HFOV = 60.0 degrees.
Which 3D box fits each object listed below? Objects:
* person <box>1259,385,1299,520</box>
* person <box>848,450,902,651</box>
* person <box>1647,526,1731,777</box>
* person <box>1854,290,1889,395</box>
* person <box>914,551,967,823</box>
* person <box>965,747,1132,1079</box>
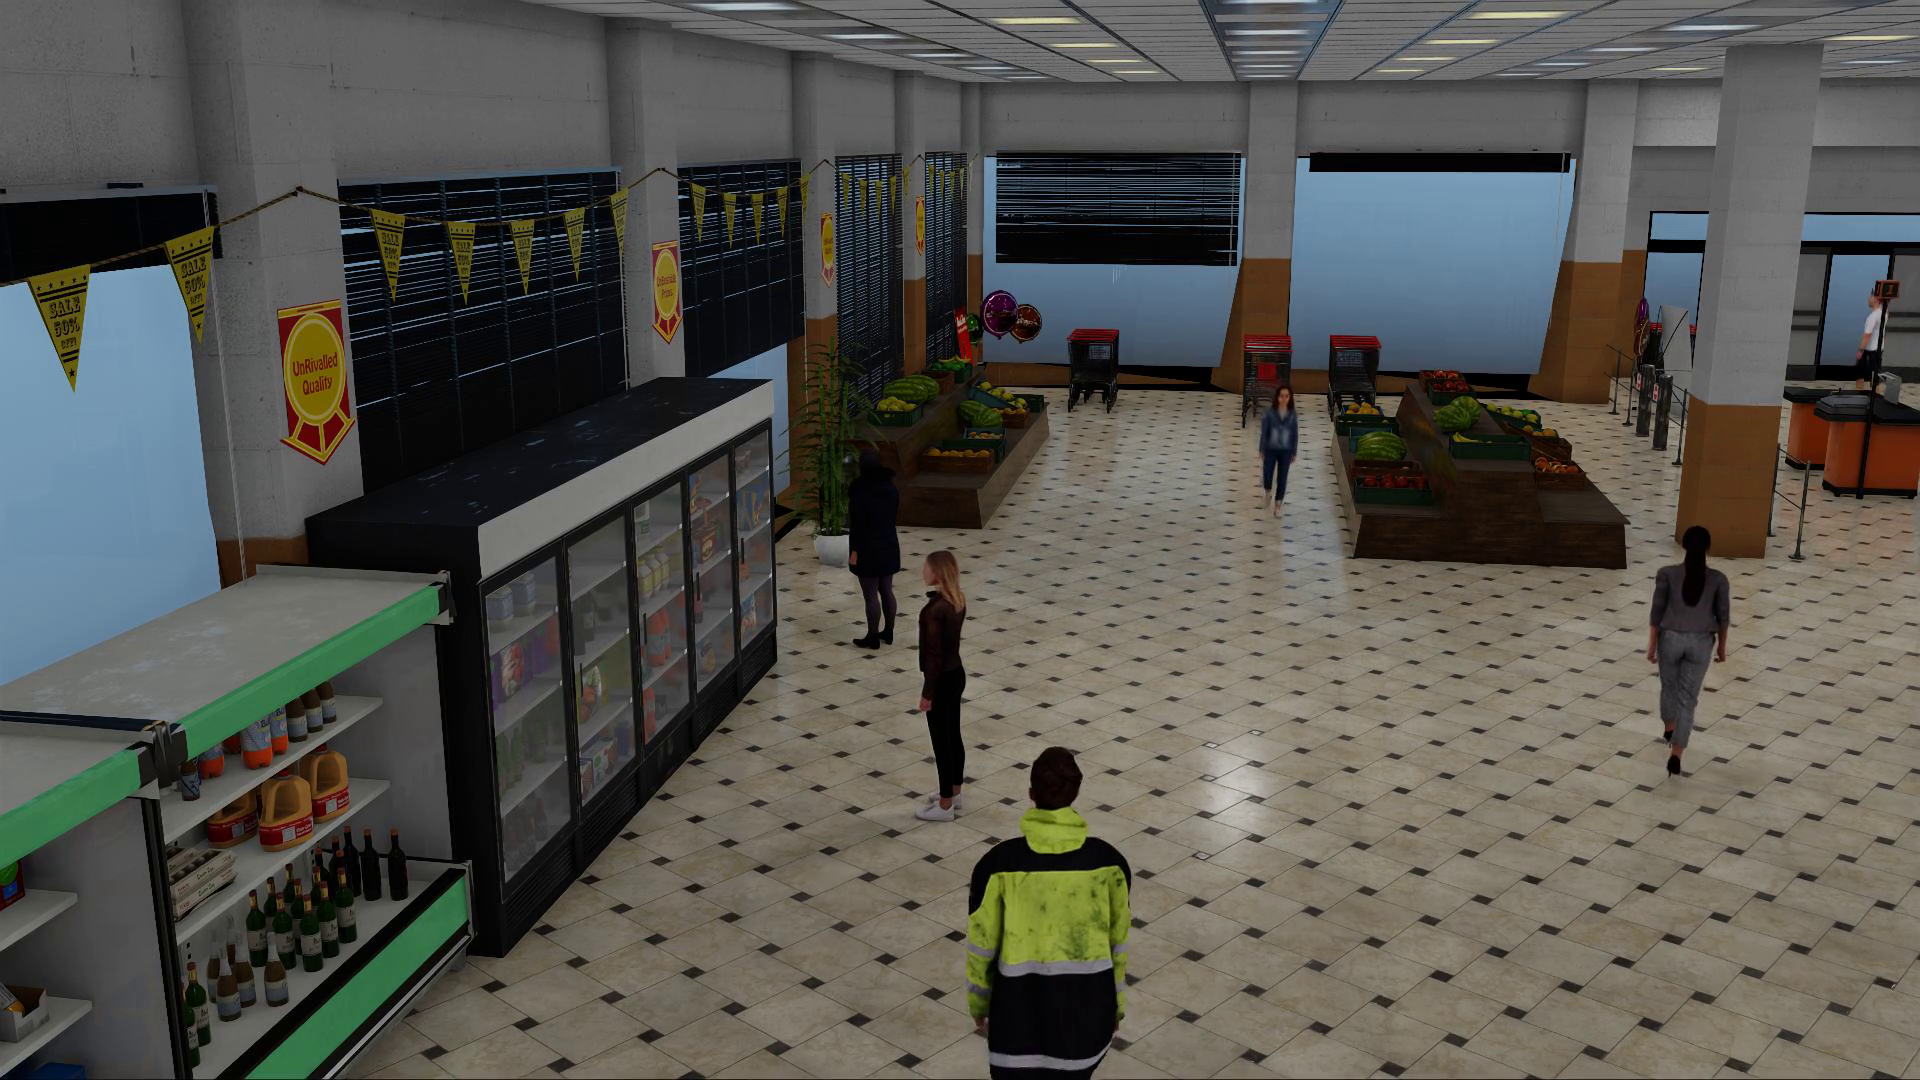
[{"bbox_3d":[3.536,-0.996,18.542,0.629,1.467,0.781,1,14,2],"label":"person"},{"bbox_3d":[-0.698,0.070,13.715,0.847,1.672,0.755,12,18,40],"label":"person"},{"bbox_3d":[4.759,0.770,10.931,0.843,1.623,1.183,7,15,25],"label":"person"},{"bbox_3d":[14.273,-2.949,25.823,1.001,1.832,0.957,12,18,42],"label":"person"},{"bbox_3d":[-0.096,0.889,10.268,0.698,1.705,0.497,5,14,19],"label":"person"},{"bbox_3d":[0.335,1.763,6.141,1.027,1.951,1.306,-2,14,-9],"label":"person"}]
